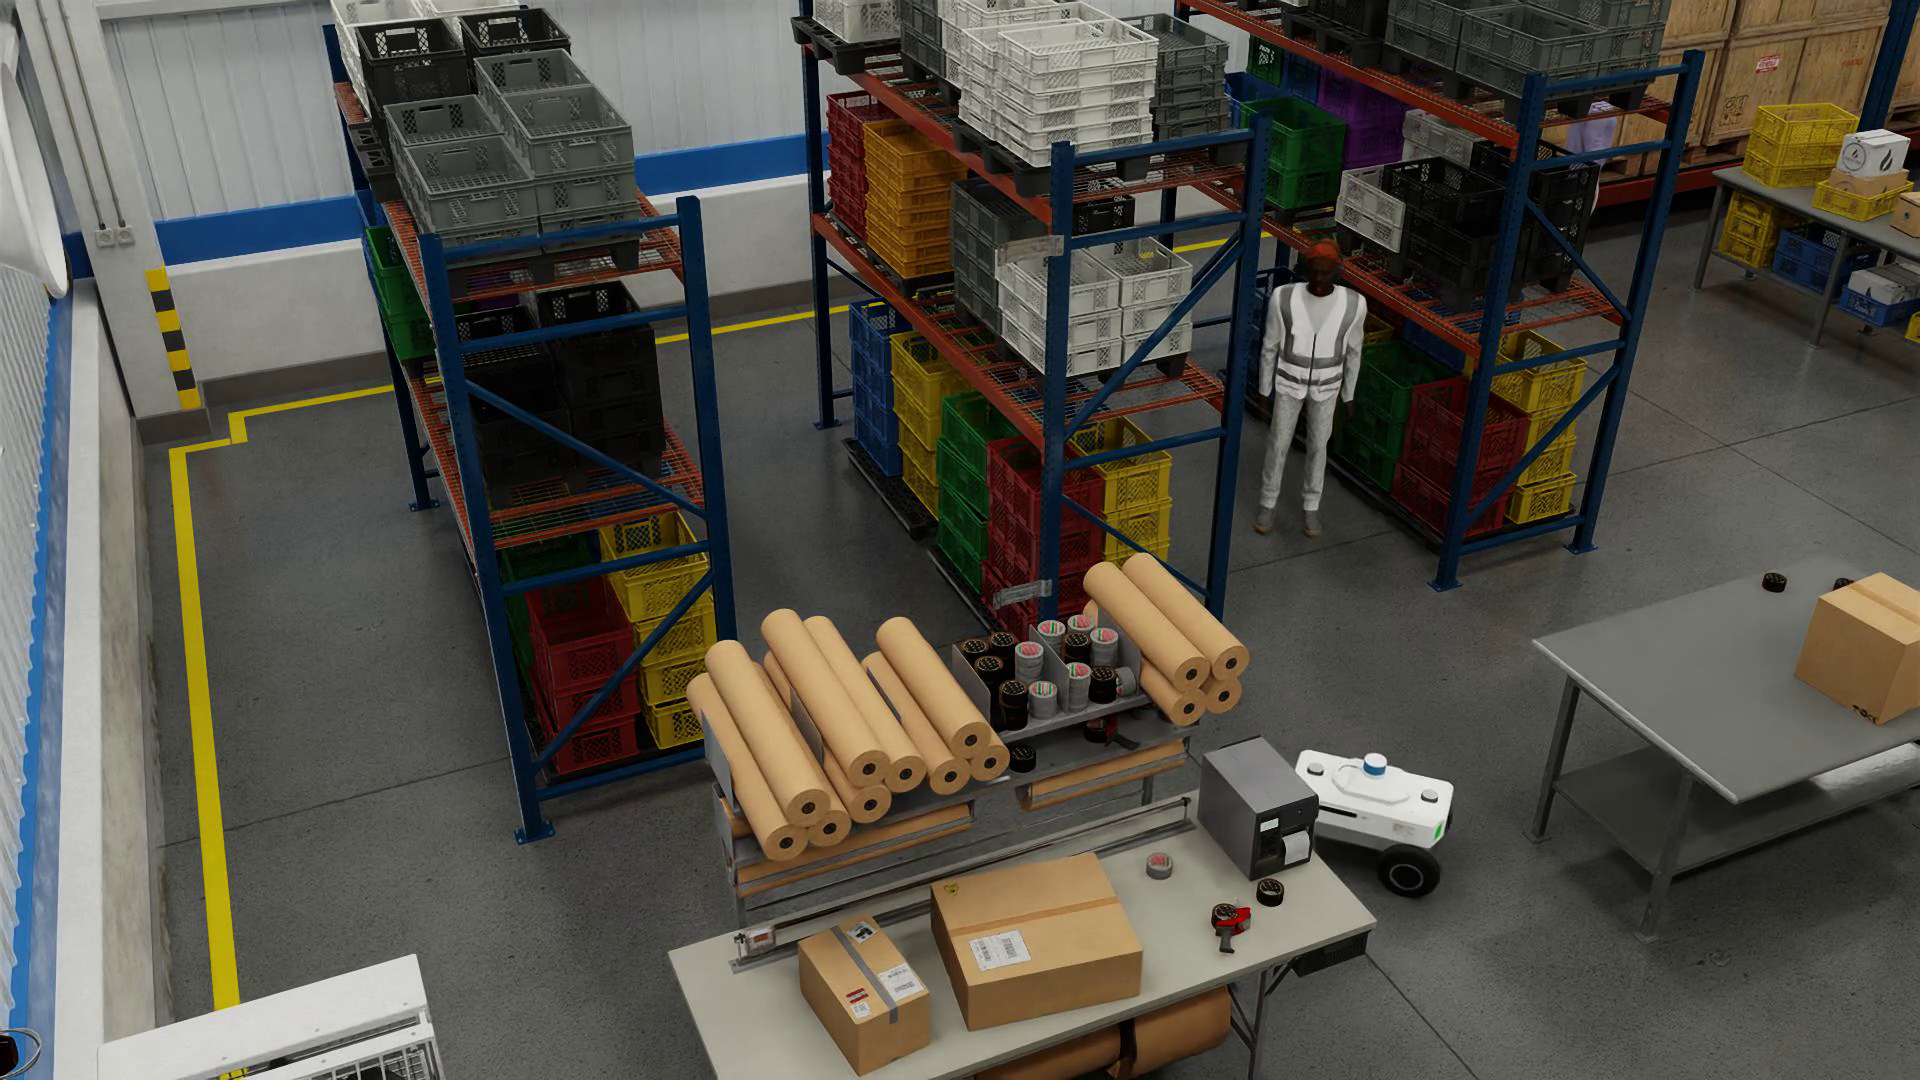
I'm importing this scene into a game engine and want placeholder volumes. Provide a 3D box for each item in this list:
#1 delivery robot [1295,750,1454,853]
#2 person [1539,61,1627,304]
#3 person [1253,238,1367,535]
[{"bbox_3d":[1.879,1.197,7.645,0.707,0.478,0.477,12,33,18],"label":"delivery robot"},{"bbox_3d":[4.853,-2.822,12.955,0.370,1.934,0.627,4,32,7],"label":"person"},{"bbox_3d":[2.058,-0.898,9.876,0.584,1.881,0.337,5,32,8],"label":"person"}]
